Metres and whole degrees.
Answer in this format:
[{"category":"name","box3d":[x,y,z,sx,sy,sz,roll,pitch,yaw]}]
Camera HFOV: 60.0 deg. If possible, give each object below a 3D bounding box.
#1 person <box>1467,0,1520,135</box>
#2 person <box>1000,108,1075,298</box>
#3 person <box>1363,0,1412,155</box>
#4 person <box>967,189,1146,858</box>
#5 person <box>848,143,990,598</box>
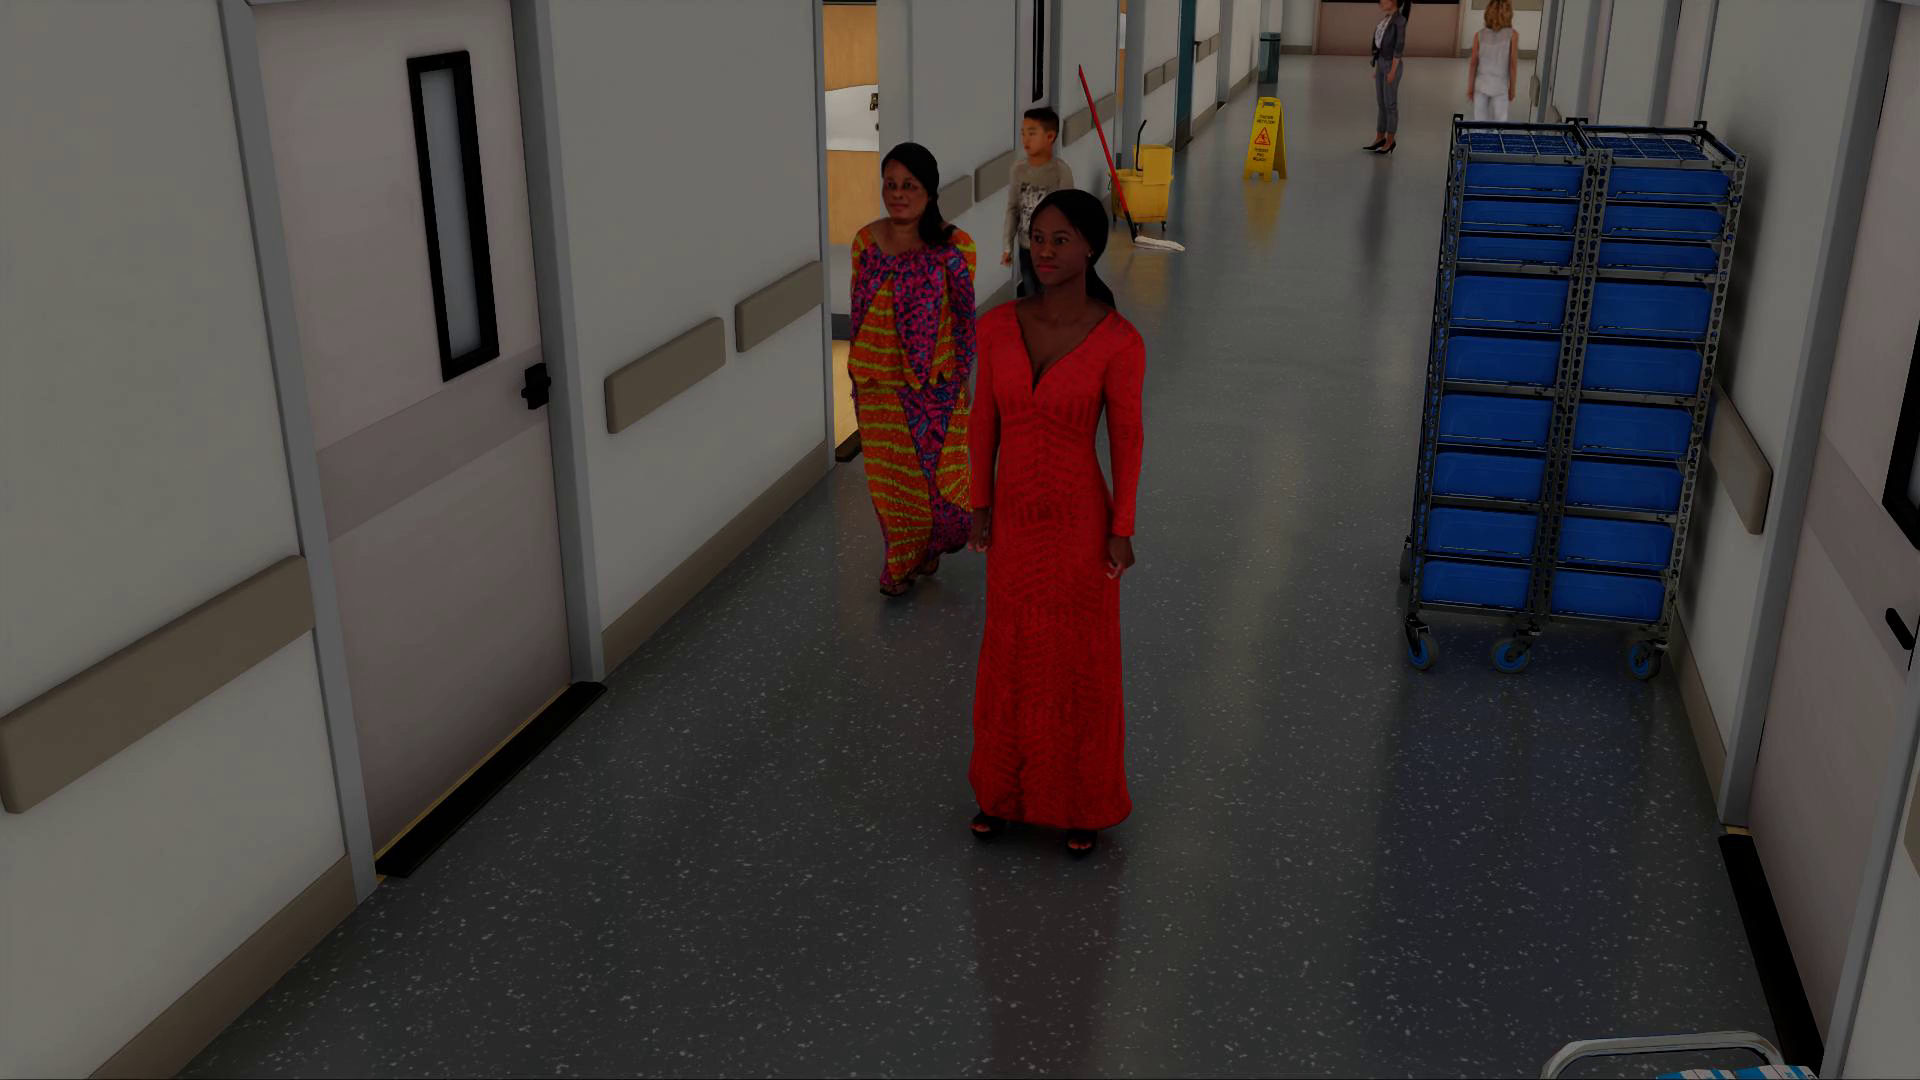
[{"category":"person","box3d":[5.070,-4.335,15.913,0.662,1.663,0.636,10,23,25]},{"category":"person","box3d":[0.484,-1.557,8.877,0.640,1.452,0.657,14,25,33]},{"category":"person","box3d":[4.499,-4.919,17.433,0.768,1.679,0.658,-3,21,-9]},{"category":"person","box3d":[0.254,-0.017,4.344,0.666,1.783,0.644,9,23,22]},{"category":"person","box3d":[-0.154,-0.629,6.109,0.664,1.662,0.830,7,22,19]}]
